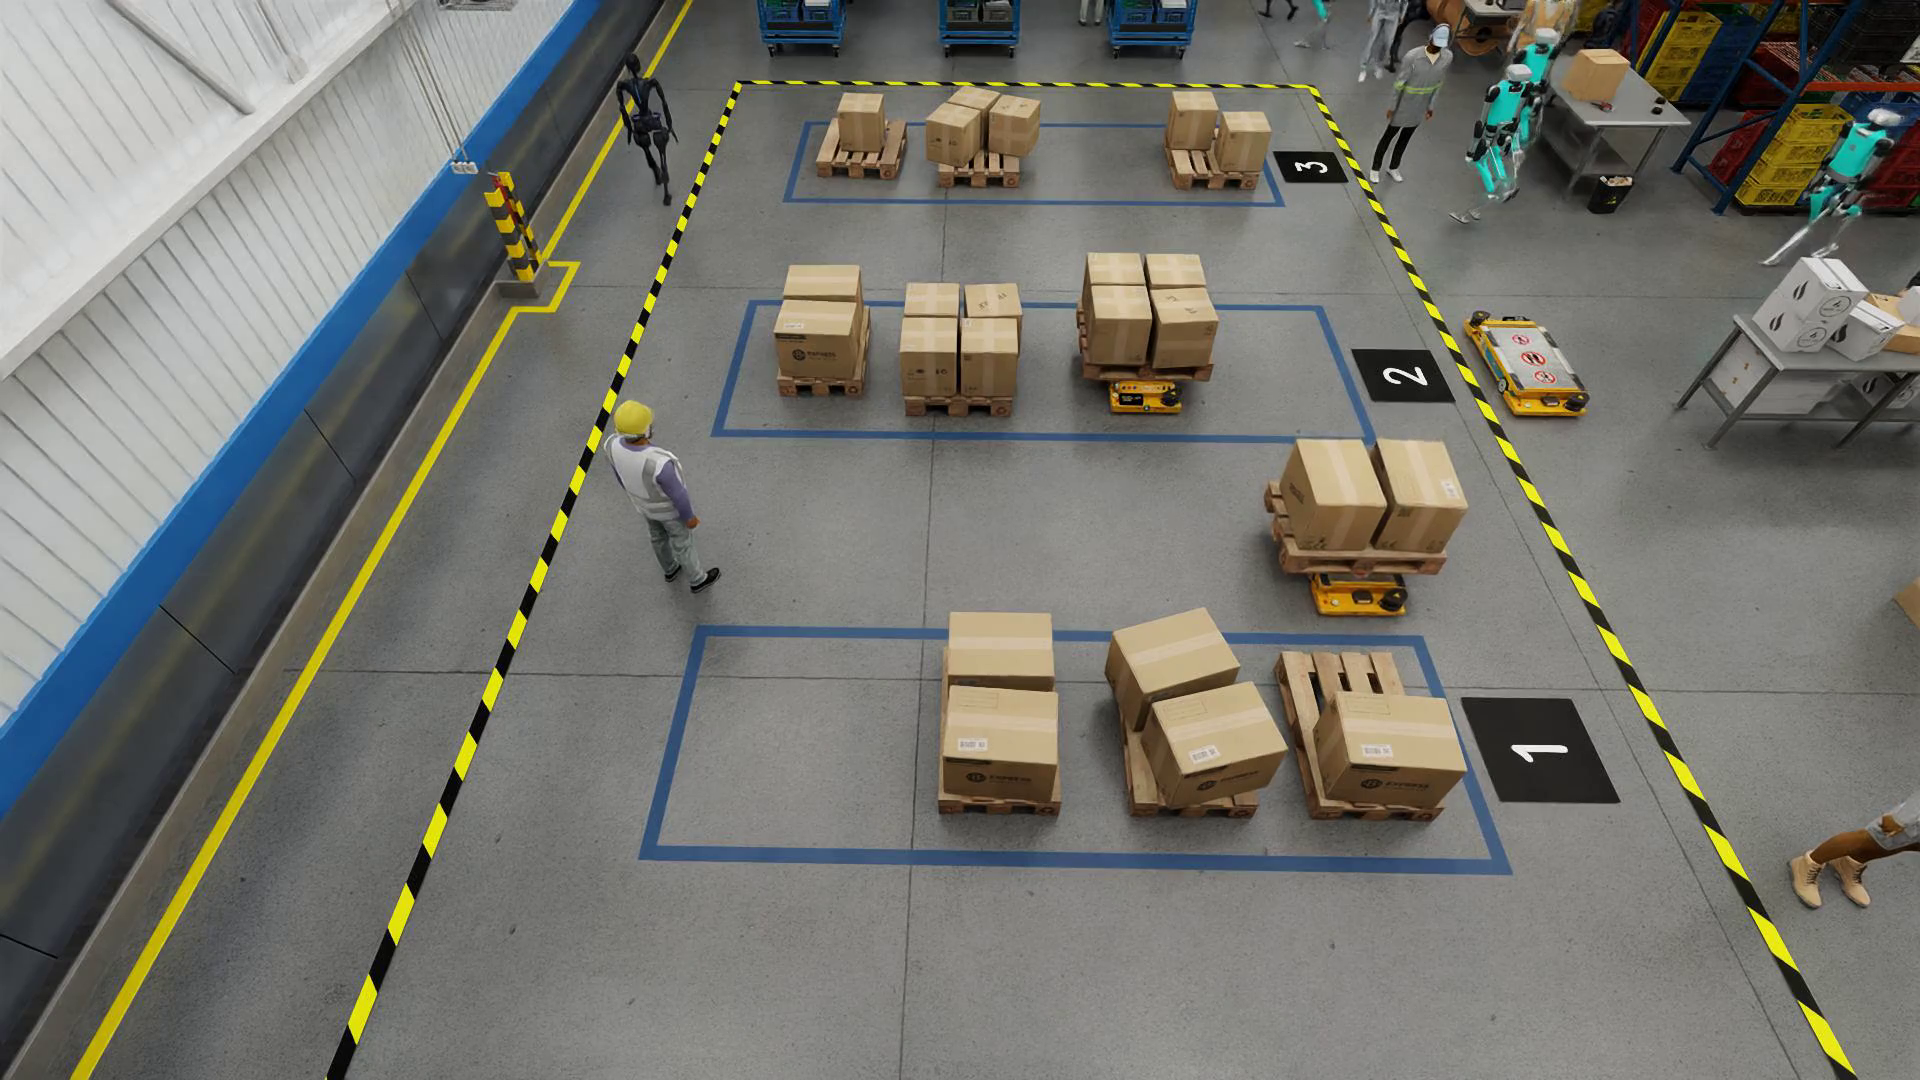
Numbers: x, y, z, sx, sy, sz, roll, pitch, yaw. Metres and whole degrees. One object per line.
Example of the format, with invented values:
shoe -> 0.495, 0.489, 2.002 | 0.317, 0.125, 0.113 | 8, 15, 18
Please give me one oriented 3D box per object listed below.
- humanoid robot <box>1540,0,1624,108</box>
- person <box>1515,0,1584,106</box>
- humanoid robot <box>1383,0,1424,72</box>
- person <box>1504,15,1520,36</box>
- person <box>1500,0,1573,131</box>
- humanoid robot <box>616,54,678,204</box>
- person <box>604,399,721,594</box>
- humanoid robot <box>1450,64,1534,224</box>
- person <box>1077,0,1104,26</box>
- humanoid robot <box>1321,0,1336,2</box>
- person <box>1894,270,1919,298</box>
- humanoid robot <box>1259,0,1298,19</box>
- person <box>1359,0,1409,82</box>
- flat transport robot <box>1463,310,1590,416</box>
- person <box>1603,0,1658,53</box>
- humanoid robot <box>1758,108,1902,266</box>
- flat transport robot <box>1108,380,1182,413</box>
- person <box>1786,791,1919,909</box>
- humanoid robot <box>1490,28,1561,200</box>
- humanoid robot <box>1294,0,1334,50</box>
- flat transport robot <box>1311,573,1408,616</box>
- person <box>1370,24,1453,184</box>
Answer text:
humanoid robot -> 8.367, -6.471, 12.227 | 0.540, 1.650, 0.597 | 15, 51, 12
person -> 7.896, -6.827, 12.426 | 0.669, 1.799, 0.433 | 27, 54, 21
humanoid robot -> 6.445, -7.714, 13.282 | 0.601, 1.649, 0.443 | -9, 50, -8
person -> 8.916, -8.861, 14.031 | 0.613, 2.041, 0.372 | -23, 53, -19
person -> 7.556, -6.501, 12.085 | 0.554, 1.900, 0.885 | 9, 50, 7
humanoid robot -> -3.685, -4.890, 10.864 | 0.591, 1.623, 0.777 | -8, 50, -7
person -> -2.191, -0.295, 6.754 | 0.600, 1.830, 0.404 | 23, 53, 19
humanoid robot -> 6.017, -4.312, 10.205 | 0.533, 1.677, 0.735 | -12, 50, -10
person -> 2.154, -9.045, 14.330 | 0.575, 1.830, 0.412 | -3, 49, -2
humanoid robot -> 6.238, -9.708, 15.006 | 0.415, 1.645, 0.610 | -1, 49, 0
person -> 10.366, -3.165, 9.240 | 0.341, 1.836, 0.500 | -31, 56, -24
humanoid robot -> 5.211, -9.165, 14.547 | 0.604, 1.641, 0.611 | -26, 54, -21
person -> 6.046, -7.448, 13.008 | 0.501, 1.730, 0.369 | 19, 52, 16
flat transport robot -> 5.573, -1.757, 9.054 | 0.659, 0.231, 1.431 | 1, 49, 1
person -> 10.131, -8.169, 13.529 | 0.764, 1.888, 0.598 | -25, 54, -20
humanoid robot -> 9.572, -3.749, 9.835 | 1.002, 1.775, 0.530 | -10, 50, -8
flat transport robot -> 1.773, -1.807, 9.079 | 0.652, 0.197, 1.431 | 1, 49, 1
person -> 5.486, 1.535, 5.035 | 0.613, 2.037, 0.386 | 0, 49, 0
humanoid robot -> 6.766, -4.986, 10.915 | 0.569, 1.806, 0.951 | -6, 49, -5
humanoid robot -> 5.518, -8.283, 13.801 | 0.752, 1.899, 0.550 | 18, 51, 15
flat transport robot -> 3.133, -0.009, 7.522 | 0.652, 0.197, 1.431 | 1, 49, 1
person -> 5.430, -5.209, 10.998 | 0.587, 1.847, 0.400 | -3, 49, -3
